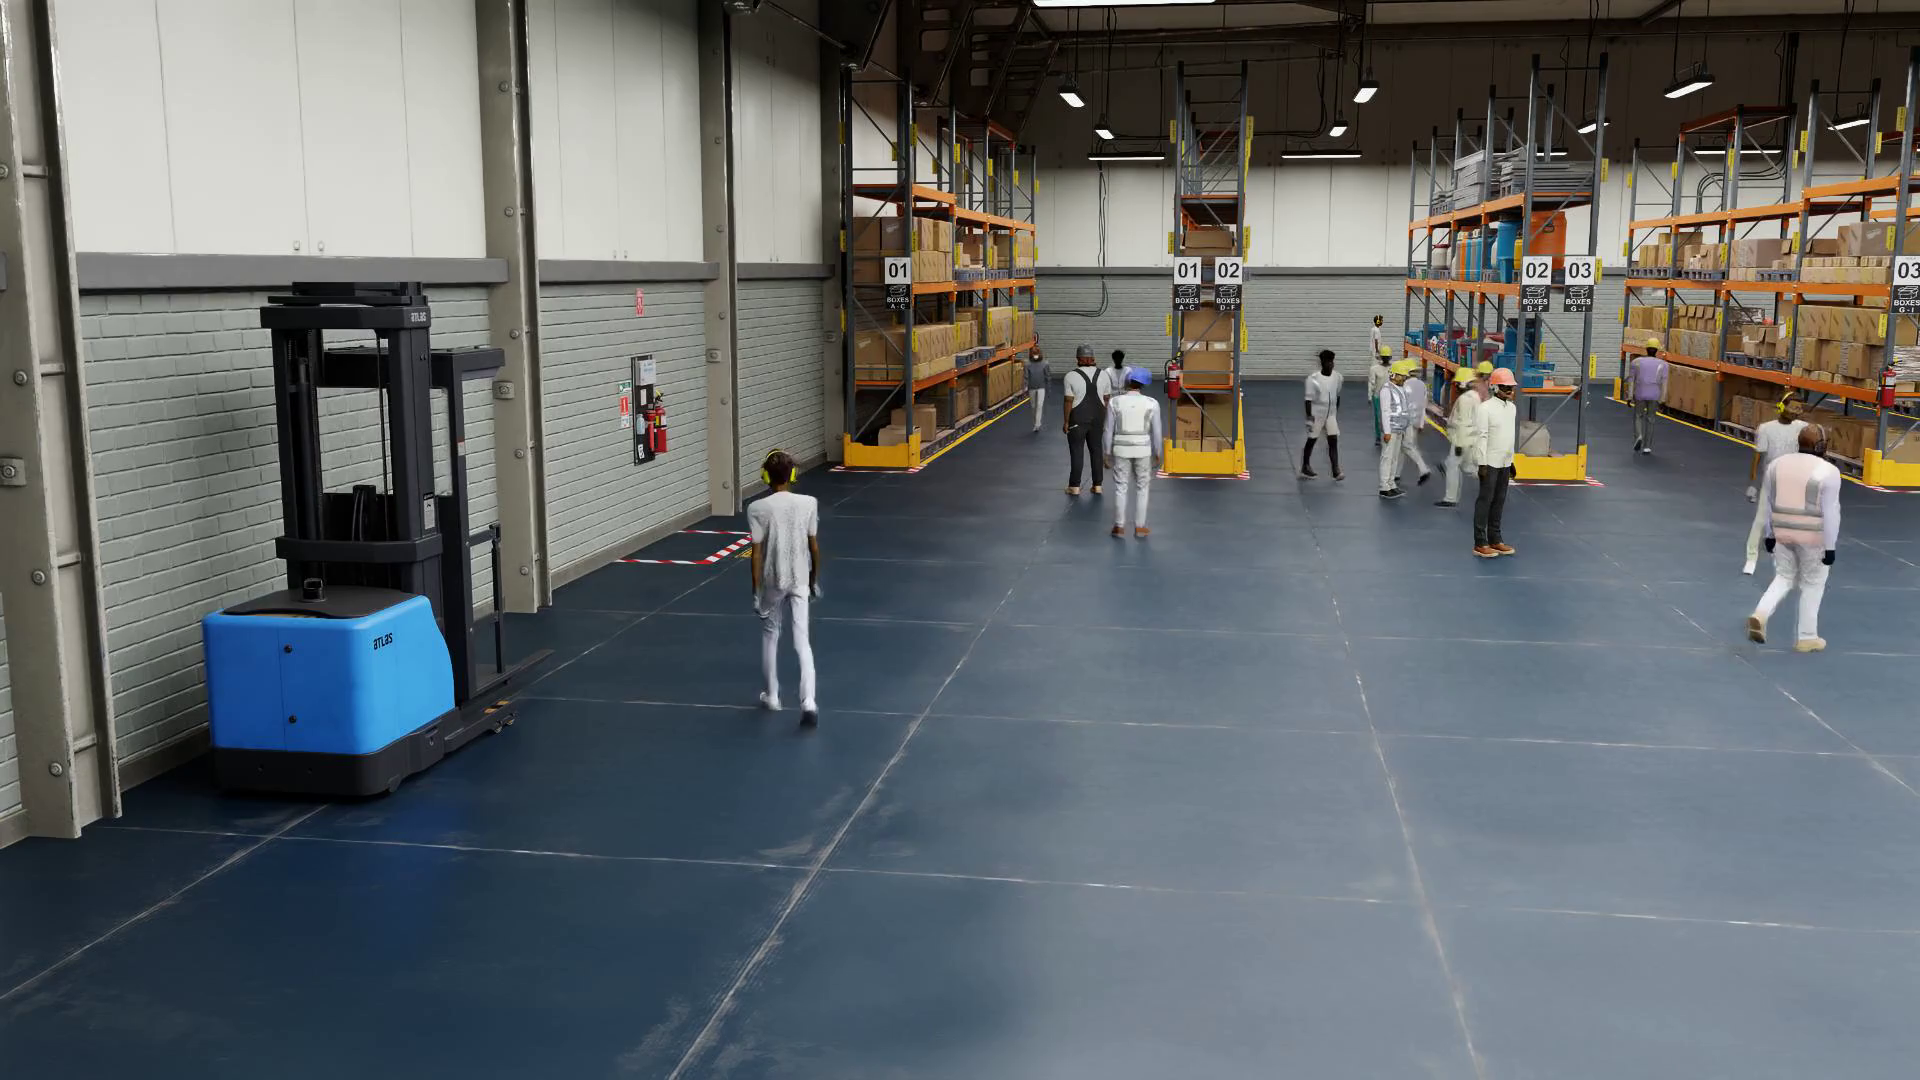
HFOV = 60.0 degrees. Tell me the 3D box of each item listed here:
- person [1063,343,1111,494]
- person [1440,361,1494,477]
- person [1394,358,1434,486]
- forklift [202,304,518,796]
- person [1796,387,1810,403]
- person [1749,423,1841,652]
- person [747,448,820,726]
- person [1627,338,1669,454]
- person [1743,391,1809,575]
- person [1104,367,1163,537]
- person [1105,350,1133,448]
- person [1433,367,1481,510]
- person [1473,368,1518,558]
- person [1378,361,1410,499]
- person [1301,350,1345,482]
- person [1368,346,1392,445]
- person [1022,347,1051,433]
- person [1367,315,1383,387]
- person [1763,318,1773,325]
[{"bbox_3d":[1.668,-1.630,22.547,0.681,2.000,0.538,-3,10,-21],"label":"person"},{"bbox_3d":[7.361,-1.707,23.852,0.810,1.737,0.523,4,10,23],"label":"person"},{"bbox_3d":[6.329,-1.657,23.359,0.597,1.802,0.879,-8,12,-40],"label":"person"},{"bbox_3d":[-3.673,-0.038,10.147,1.129,2.768,1.873,1,9,9],"label":"forklift"},{"bbox_3d":[18.640,-3.874,36.611,0.577,1.921,0.401,3,10,18],"label":"person"},{"bbox_3d":[6.614,-0.014,13.121,0.636,1.821,0.638,-5,10,-27],"label":"person"},{"bbox_3d":[-1.160,0.306,11.170,0.520,1.824,0.935,-3,10,-15],"label":"person"},{"bbox_3d":[11.363,-2.386,27.477,0.613,1.909,0.427,4,10,23],"label":"person"},{"bbox_3d":[8.084,-0.553,16.407,0.632,1.835,0.577,1,9,4],"label":"person"},{"bbox_3d":[1.955,-0.980,18.776,0.667,1.921,0.490,1,9,7],"label":"person"},{"bbox_3d":[2.721,-2.422,28.501,0.537,1.651,0.868,1,9,3],"label":"person"},{"bbox_3d":[6.422,-1.269,20.936,0.762,1.804,0.596,5,11,30],"label":"person"},{"bbox_3d":[5.680,-0.826,17.598,0.615,1.994,0.381,-8,12,-39],"label":"person"},{"bbox_3d":[5.779,-1.473,22.125,0.403,1.822,0.588,6,11,33],"label":"person"},{"bbox_3d":[5.226,-1.786,23.863,0.649,1.879,1.032,-3,10,-15],"label":"person"},{"bbox_3d":[7.291,-2.471,28.594,0.539,1.723,0.909,2,9,14],"label":"person"},{"bbox_3d":[1.414,-2.787,30.928,0.519,1.583,0.879,2,9,11],"label":"person"},{"bbox_3d":[10.719,-4.858,42.884,0.320,1.862,0.510,1,9,6],"label":"person"},{"bbox_3d":[16.627,-3.570,34.383,0.614,2.039,0.389,8,12,42],"label":"person"}]
